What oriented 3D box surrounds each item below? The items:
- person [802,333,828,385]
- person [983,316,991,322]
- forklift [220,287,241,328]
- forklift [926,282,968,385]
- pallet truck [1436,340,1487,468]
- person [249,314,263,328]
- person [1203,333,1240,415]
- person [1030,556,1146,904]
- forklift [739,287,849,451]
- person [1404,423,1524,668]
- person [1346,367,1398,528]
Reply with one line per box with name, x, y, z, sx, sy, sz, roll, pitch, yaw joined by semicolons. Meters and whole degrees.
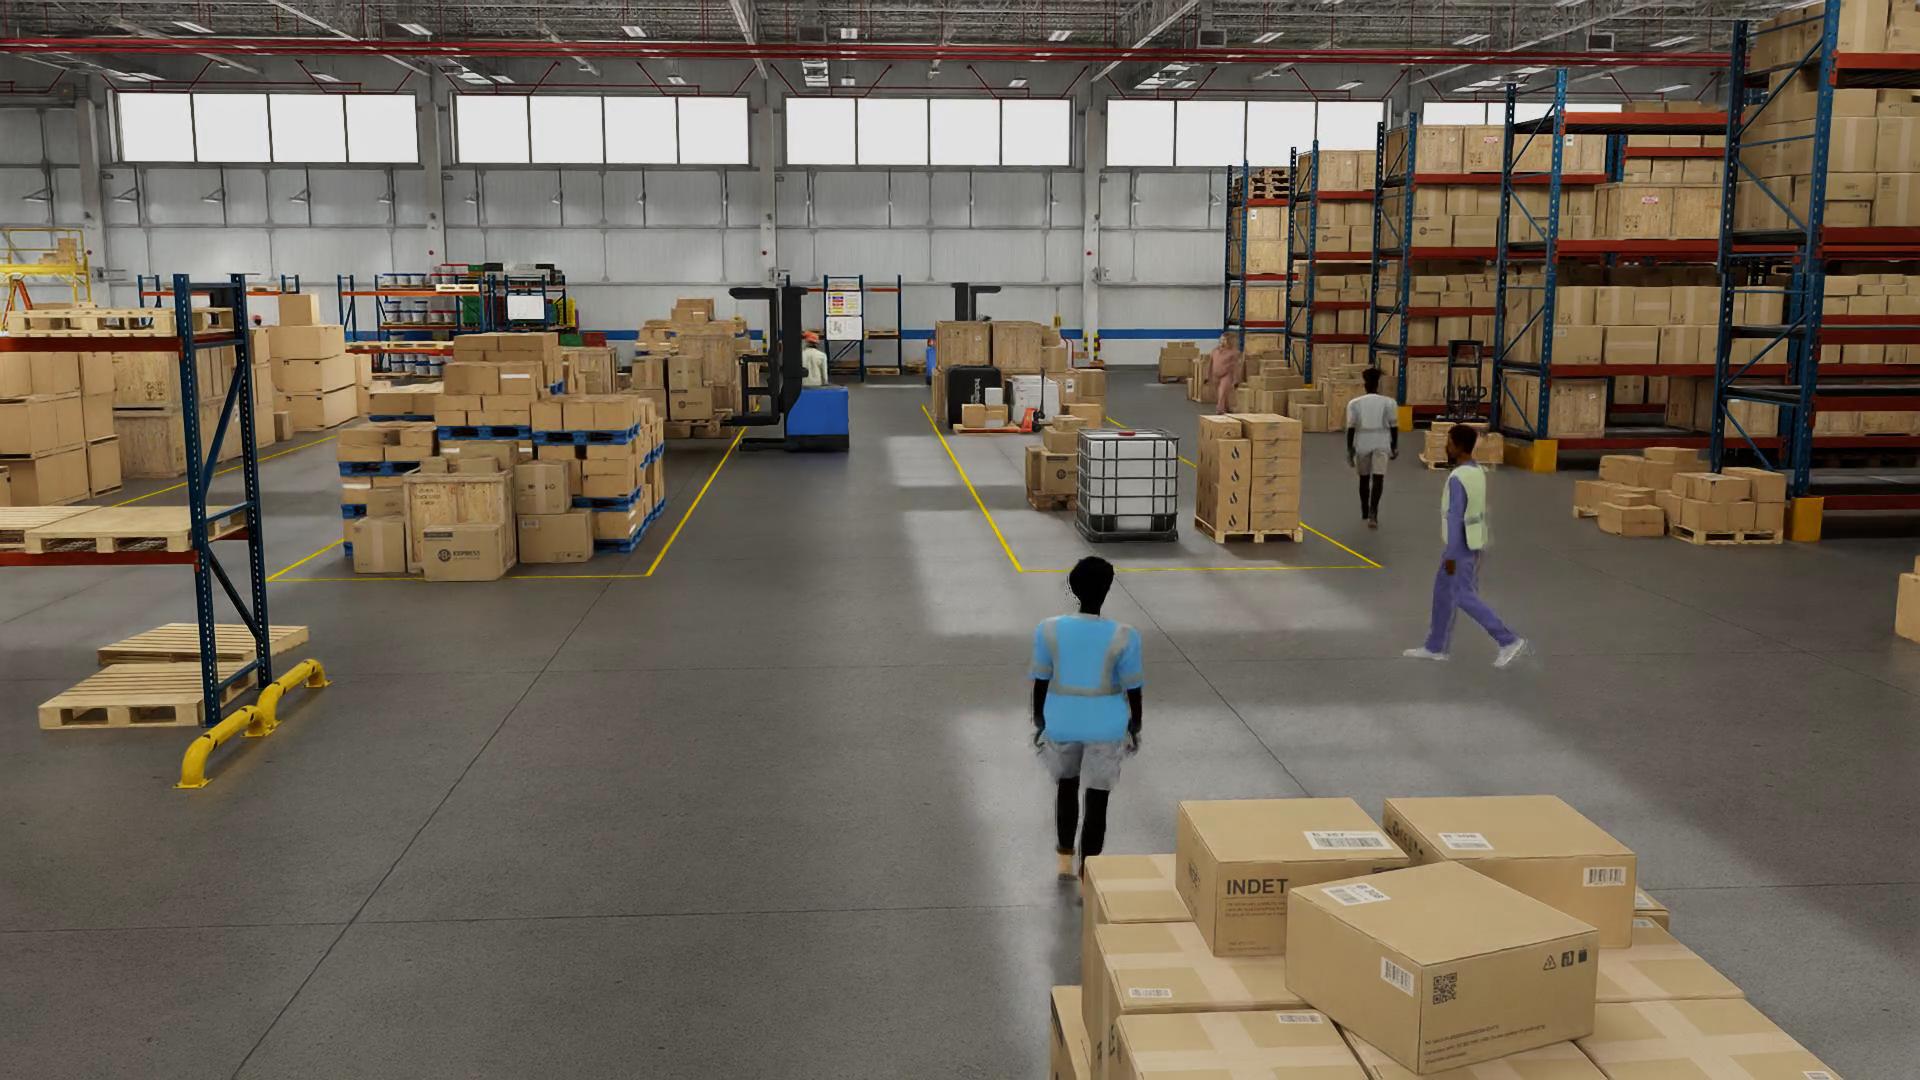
person;-2.728;-2.825;30.746;0.616;1.959;0.689;1;9;8
person;0.729;-5.416;47.173;1.039;1.888;0.652;1;9;7
forklift;-16.642;-4.472;38.109;1.873;2.768;1.129;-5;11;-30
forklift;0.025;-5.569;45.001;1.873;2.768;1.129;-1;9;-4
pallet truck;8.004;-2.170;26.422;0.823;1.965;1.885;2;9;14
person;-20.219;-5.558;47.959;0.553;1.918;0.664;-2;9;-11
person;5.354;-3.278;33.904;0.659;1.865;0.975;9;13;44
person;0.631;0.906;8.067;0.558;1.680;0.464;3;9;18
forklift;-2.857;-2.959;28.607;1.873;2.768;1.129;-1;9;-4
person;3.937;0.043;12.873;0.863;1.894;0.598;5;10;28
person;4.968;-1.124;20.089;0.608;1.930;0.956;3;9;17
